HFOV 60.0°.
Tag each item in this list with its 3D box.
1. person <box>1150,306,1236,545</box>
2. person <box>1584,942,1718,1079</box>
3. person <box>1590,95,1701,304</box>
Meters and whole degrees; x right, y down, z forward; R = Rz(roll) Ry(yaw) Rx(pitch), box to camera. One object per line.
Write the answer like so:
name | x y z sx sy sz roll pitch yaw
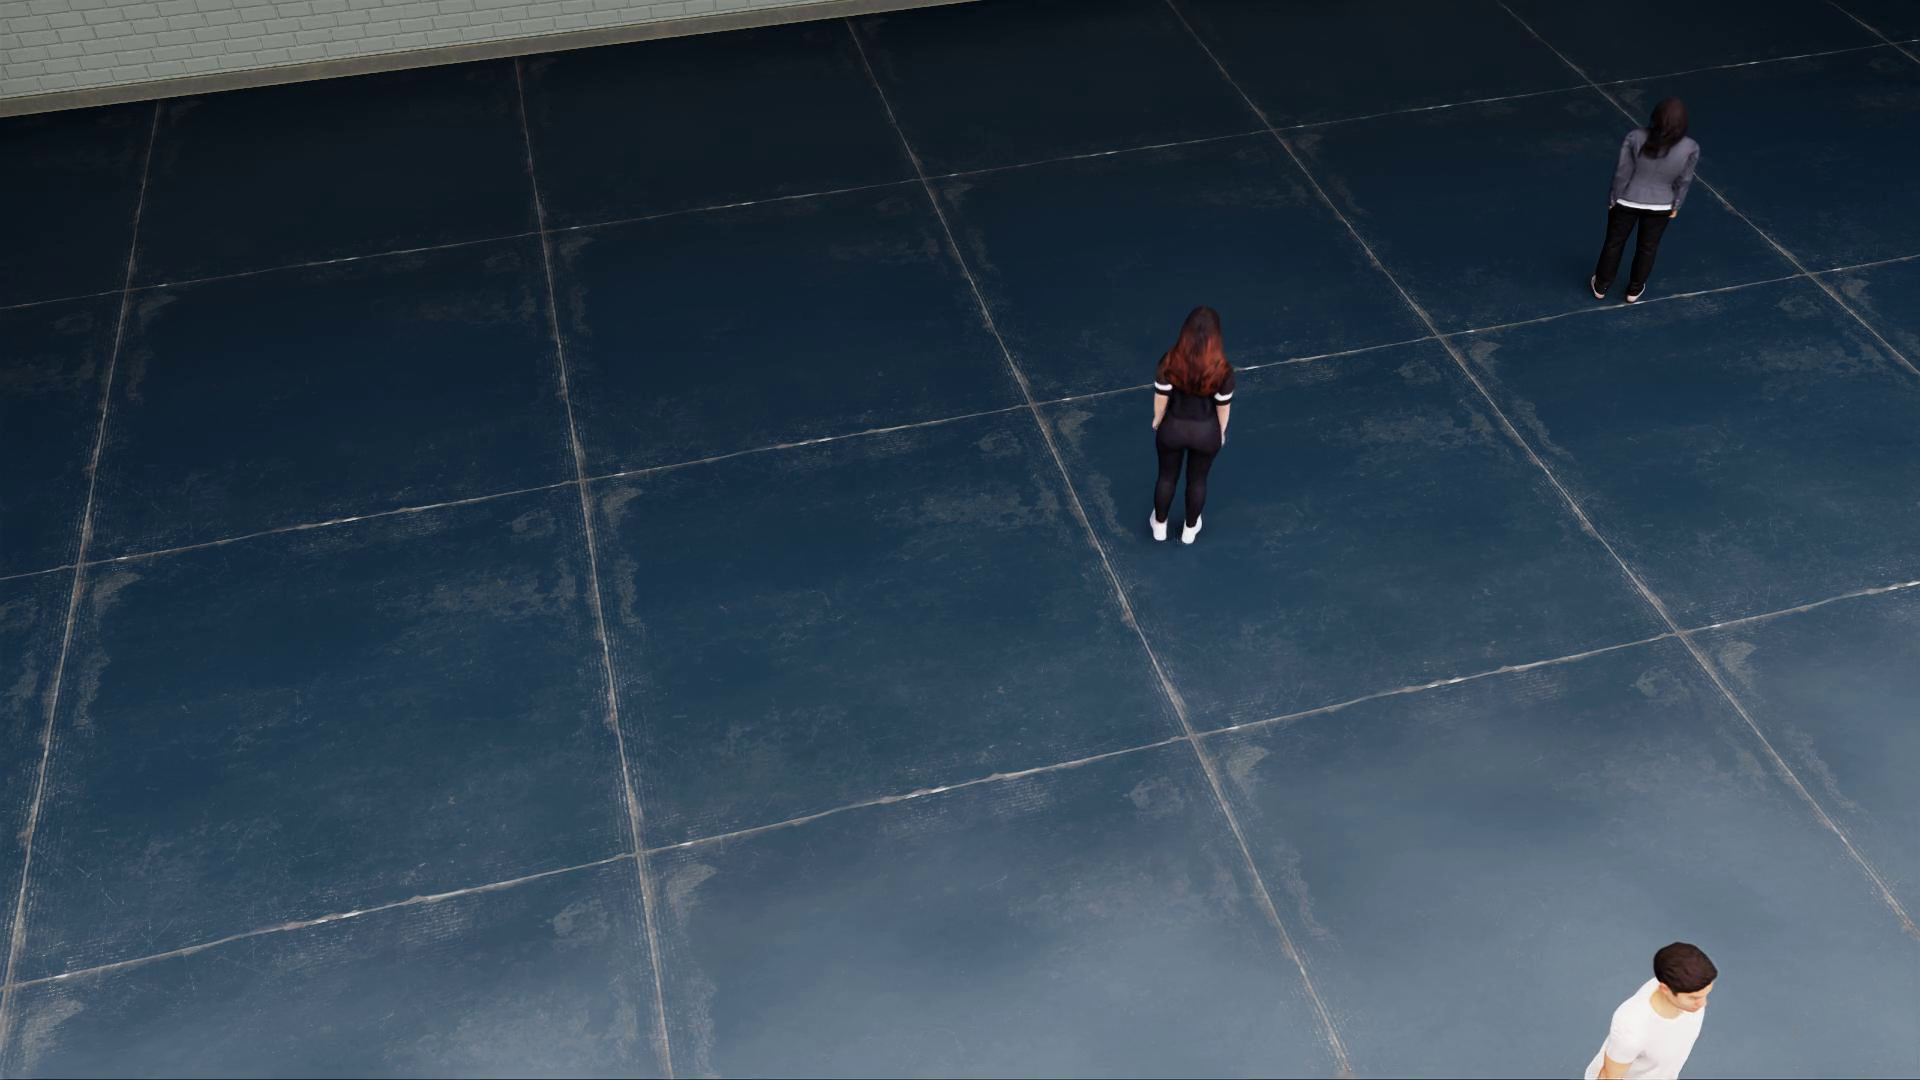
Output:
person | 1.336 -0.642 9.675 0.698 1.637 0.713 6 43 7
person | 2.666 2.136 6.637 0.694 1.722 0.666 -27 49 -26
person | 4.756 -2.368 11.557 0.797 1.592 0.837 13 45 14
